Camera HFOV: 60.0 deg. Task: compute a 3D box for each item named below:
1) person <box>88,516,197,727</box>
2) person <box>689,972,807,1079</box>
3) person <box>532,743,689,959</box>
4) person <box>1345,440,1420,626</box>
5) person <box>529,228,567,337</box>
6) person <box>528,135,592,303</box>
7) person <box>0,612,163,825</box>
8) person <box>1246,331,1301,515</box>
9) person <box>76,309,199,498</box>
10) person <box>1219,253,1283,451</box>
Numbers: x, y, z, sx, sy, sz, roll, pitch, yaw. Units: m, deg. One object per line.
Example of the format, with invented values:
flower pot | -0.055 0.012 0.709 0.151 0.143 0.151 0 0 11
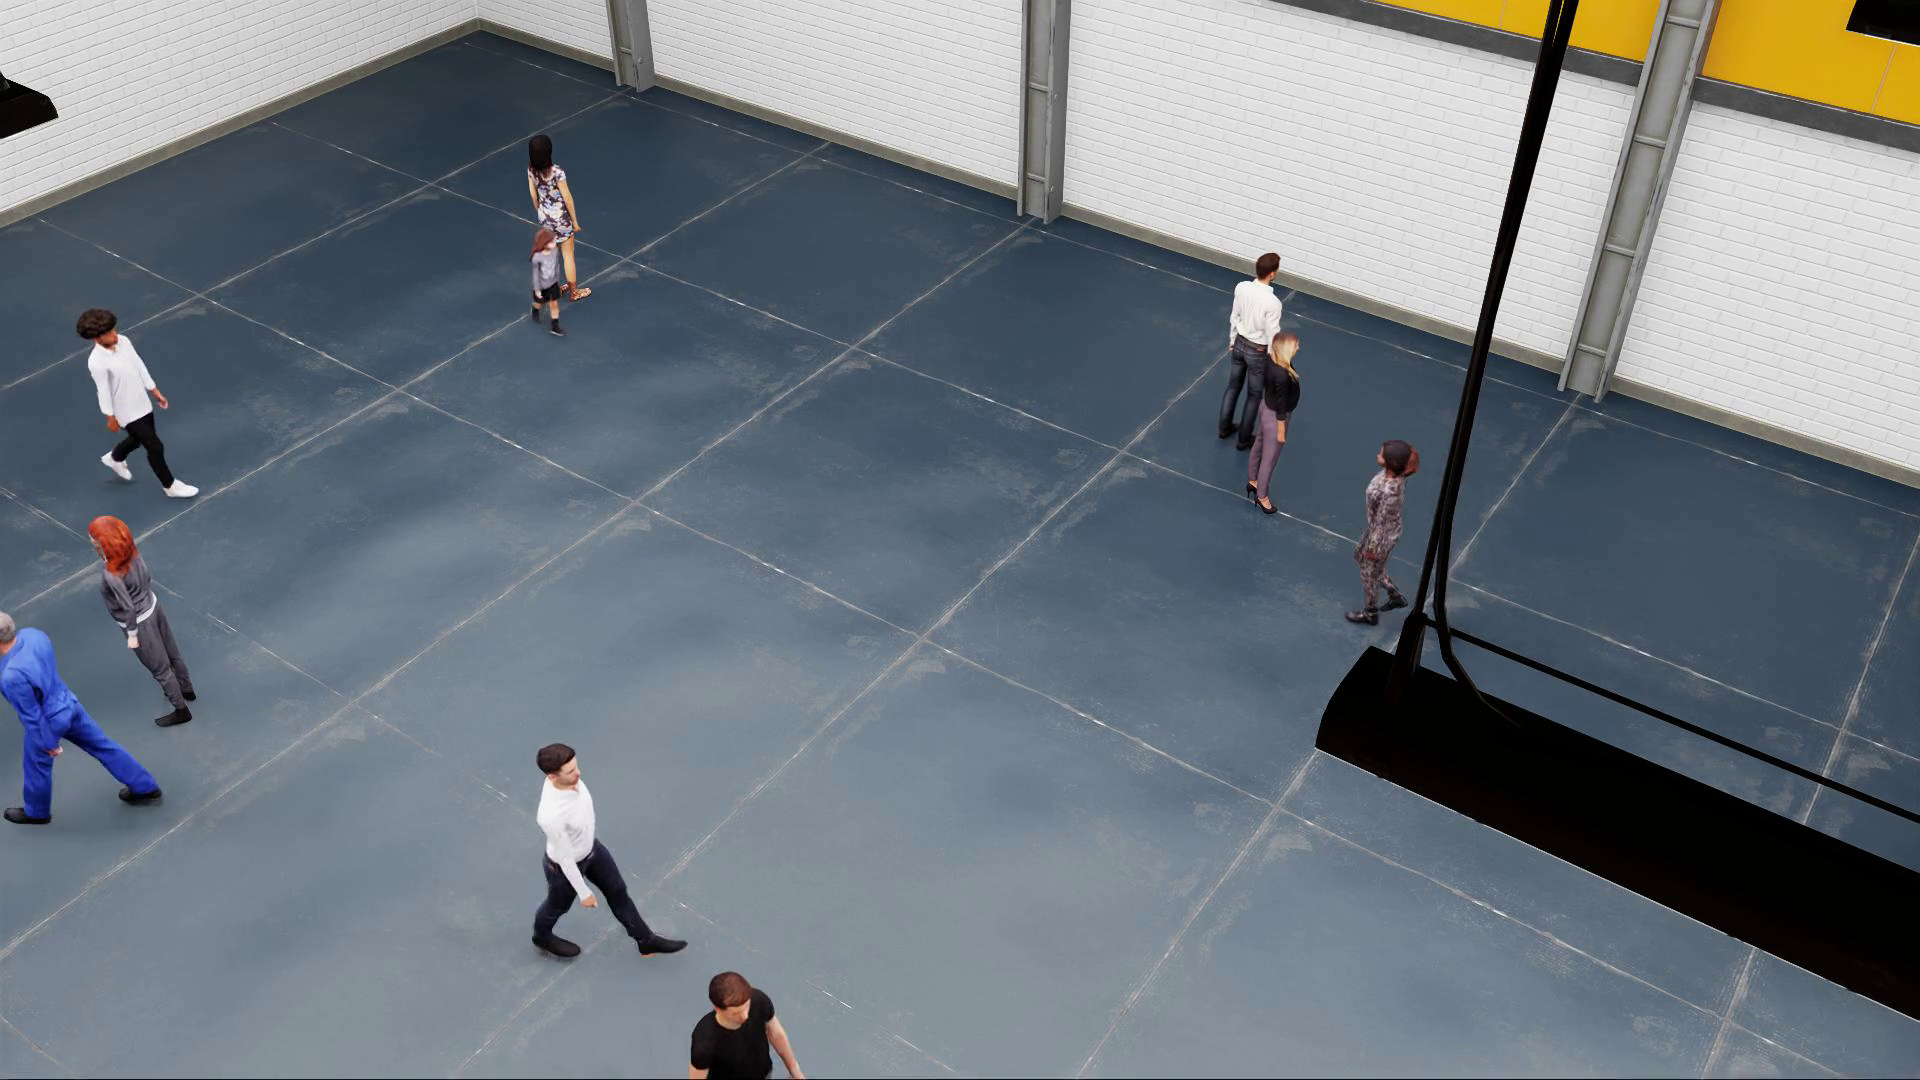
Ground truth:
person | -5.681 0.552 11.544 0.695 1.779 0.646 -5 39 -6
person | -1.221 2.776 8.708 0.715 1.843 0.685 24 44 27
person | -2.377 1.886 9.843 1.313 1.819 1.014 6 39 7
person | 3.206 -0.020 12.323 0.766 1.700 0.671 14 41 16
person | -3.994 -2.487 15.908 0.567 1.082 0.751 -29 47 -31
person | -3.944 -3.129 16.190 0.535 1.733 0.695 15 41 17
person | -5.790 1.153 10.793 1.321 1.777 1.181 -1 39 -1
person | 2.535 -0.972 13.543 0.725 1.667 0.678 -4 39 -5
person | -6.870 -1.121 13.631 1.150 1.789 0.947 4 39 6
person | 2.479 -1.602 14.172 0.779 1.866 0.570 -29 47 -31
